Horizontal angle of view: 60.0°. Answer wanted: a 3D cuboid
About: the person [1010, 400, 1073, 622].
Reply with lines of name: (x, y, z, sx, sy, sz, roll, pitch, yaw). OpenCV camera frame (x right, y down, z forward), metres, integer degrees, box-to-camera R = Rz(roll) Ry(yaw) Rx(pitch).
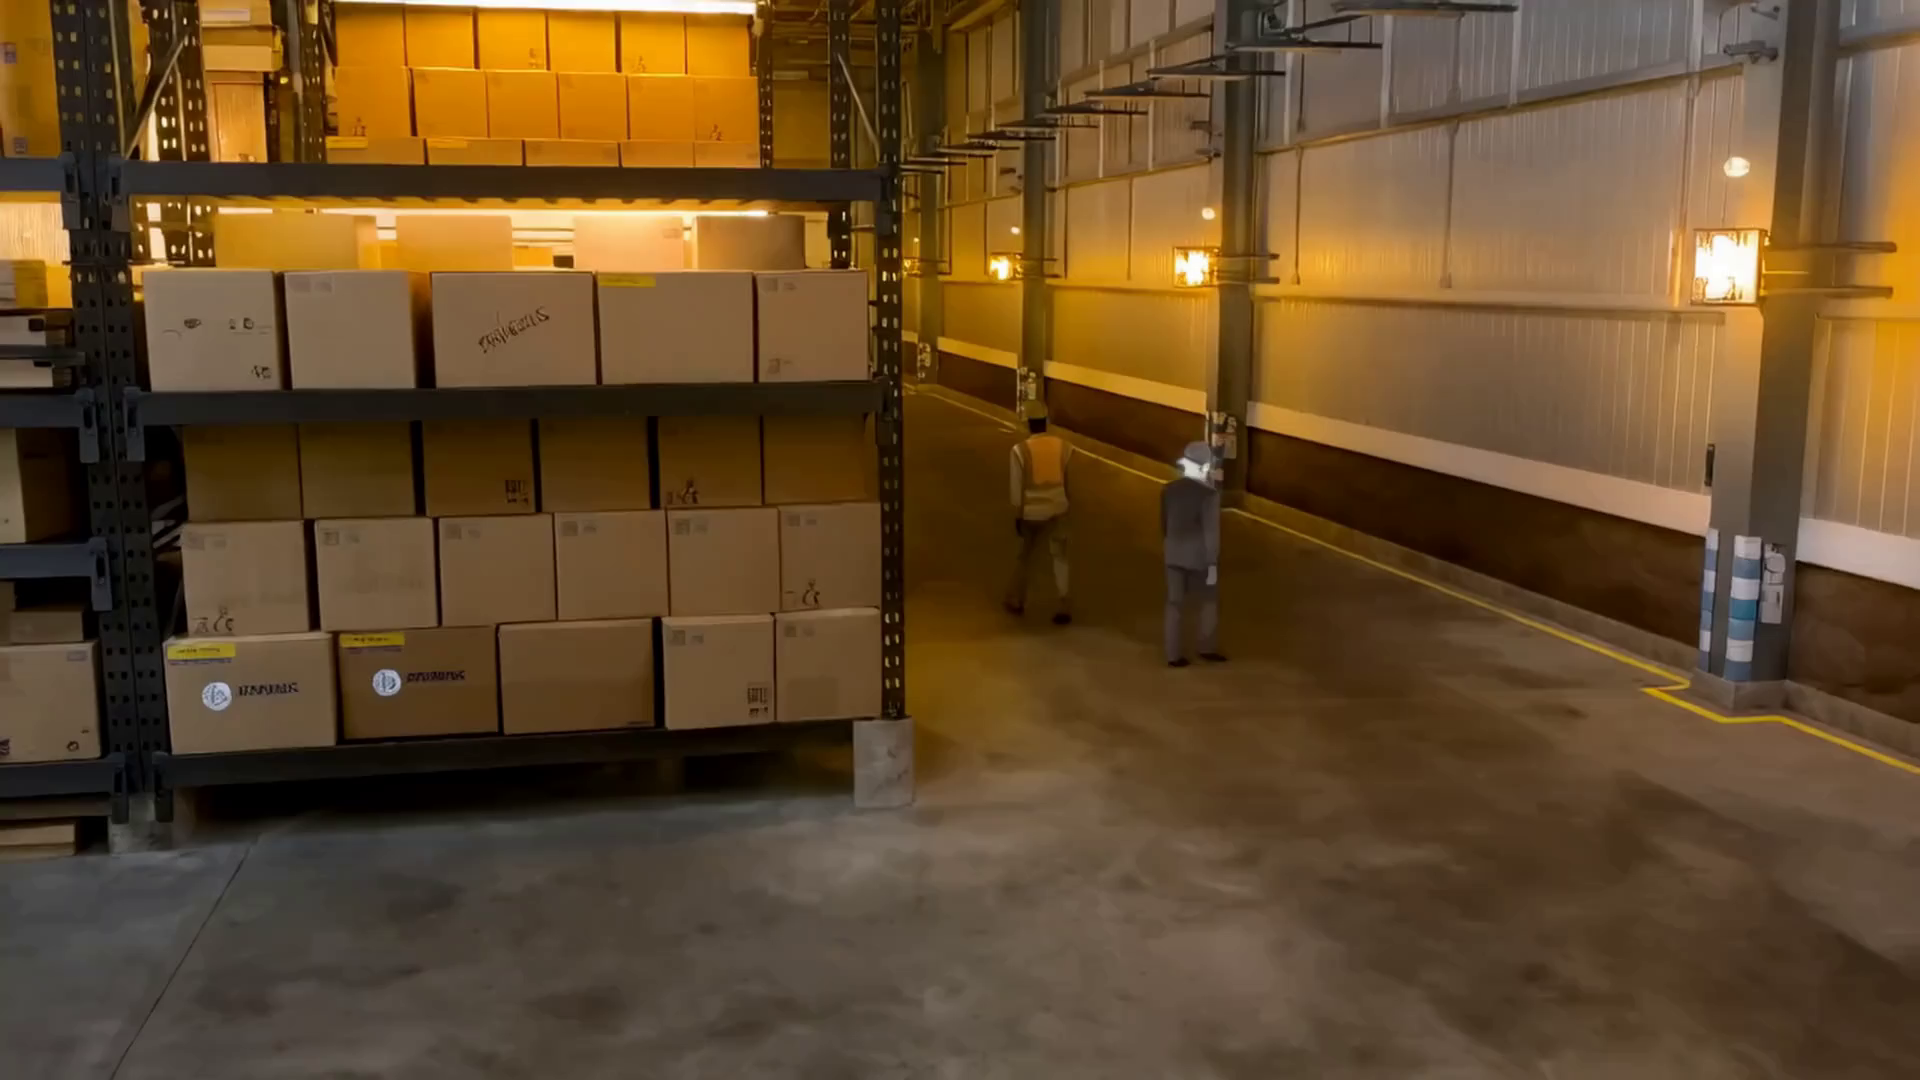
person: (0.717, -0.256, 14.357, 0.596, 1.908, 1.004, -2, 10, -14)

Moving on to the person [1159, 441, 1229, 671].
person: (1.791, 0.112, 12.592, 0.588, 1.726, 0.659, 9, 13, 43)
